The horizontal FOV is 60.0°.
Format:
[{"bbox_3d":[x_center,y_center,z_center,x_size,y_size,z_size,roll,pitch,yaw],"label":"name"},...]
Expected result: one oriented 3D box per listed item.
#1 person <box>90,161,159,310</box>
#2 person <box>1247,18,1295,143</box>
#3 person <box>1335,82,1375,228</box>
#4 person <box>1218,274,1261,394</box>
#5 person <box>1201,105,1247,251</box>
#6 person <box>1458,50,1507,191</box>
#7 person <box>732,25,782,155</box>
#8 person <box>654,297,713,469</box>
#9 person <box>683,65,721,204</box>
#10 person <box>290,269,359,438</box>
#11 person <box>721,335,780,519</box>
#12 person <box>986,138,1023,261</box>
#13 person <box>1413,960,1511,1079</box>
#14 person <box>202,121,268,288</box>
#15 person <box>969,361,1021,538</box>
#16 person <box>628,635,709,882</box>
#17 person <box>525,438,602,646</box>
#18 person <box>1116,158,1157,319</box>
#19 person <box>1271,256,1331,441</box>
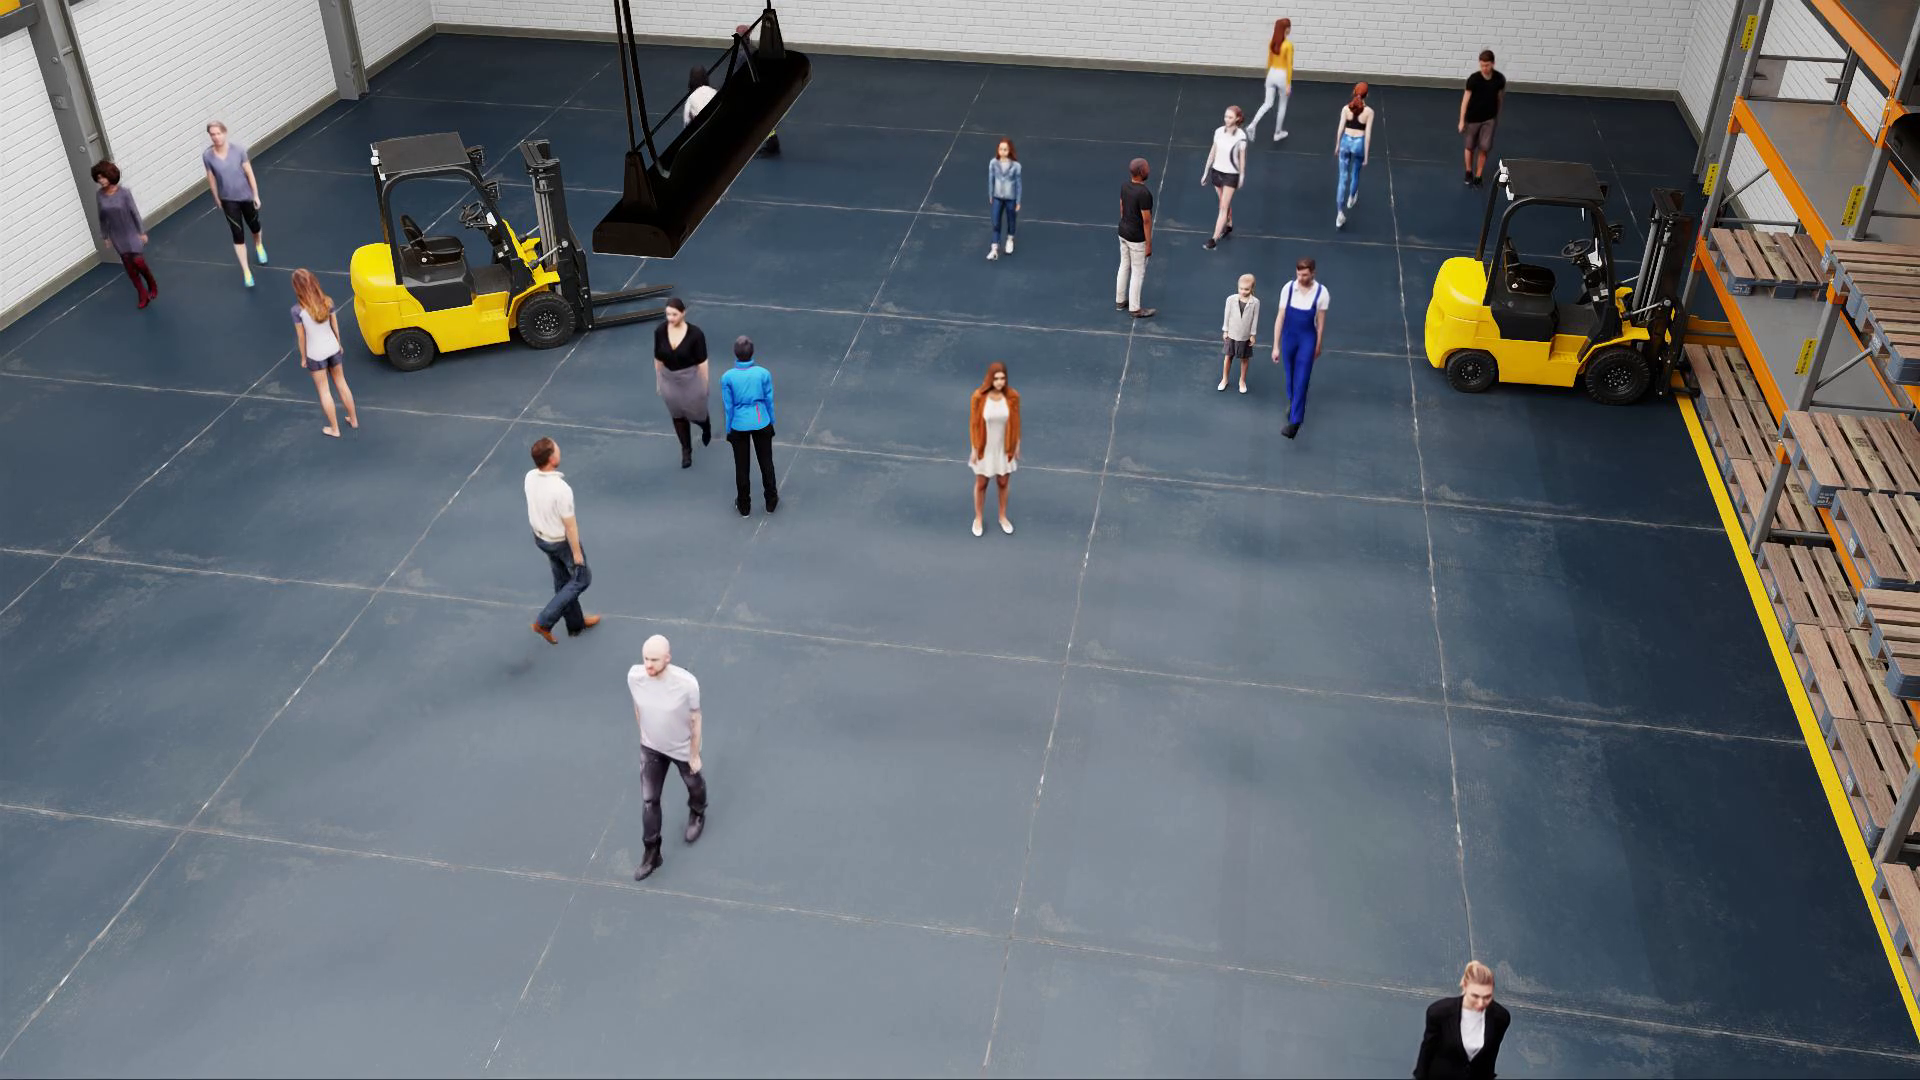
[{"bbox_3d":[-9.293,-3.433,18.607,0.650,1.700,0.672,1,34,1],"label":"person"},{"bbox_3d":[4.315,-6.277,22.859,1.128,1.730,0.987,-27,42,-34],"label":"person"},{"bbox_3d":[4.813,-4.722,20.519,0.746,1.731,1.227,12,35,17],"label":"person"},{"bbox_3d":[2.866,-2.132,17.032,0.511,1.277,0.525,8,34,12],"label":"person"},{"bbox_3d":[3.250,-4.402,20.056,0.917,1.711,1.159,24,40,32],"label":"person"},{"bbox_3d":[6.781,-5.492,21.598,0.671,1.818,0.855,2,34,3],"label":"person"},{"bbox_3d":[-2.770,-6.029,22.438,0.891,1.783,1.107,9,35,13],"label":"person"},{"bbox_3d":[-2.578,-1.513,15.678,0.675,1.747,0.769,7,34,11],"label":"person"},{"bbox_3d":[-3.223,-5.116,21.130,1.009,1.710,1.141,-15,37,-22],"label":"person"},{"bbox_3d":[-6.190,-1.819,16.154,0.748,1.729,0.640,25,41,32],"label":"person"},{"bbox_3d":[-1.876,-1.013,14.882,0.685,1.794,0.680,-8,34,-12],"label":"person"},{"bbox_3d":[0.570,-4.090,19.821,0.642,1.451,0.956,9,35,13],"label":"person"},{"bbox_3d":[2.680,2.918,9.047,0.643,1.706,0.585,1,34,1],"label":"person"},{"bbox_3d":[-8.353,-3.959,19.265,1.121,1.849,1.311,-14,36,-20],"label":"person"},{"bbox_3d":[0.296,-0.832,14.680,0.667,1.717,0.654,-4,34,-6],"label":"person"},{"bbox_3d":[-1.920,1.343,11.332,0.727,1.800,1.064,7,34,11],"label":"person"},{"bbox_3d":[-3.274,0.054,13.233,0.933,1.843,1.037,27,42,34],"label":"person"},{"bbox_3d":[1.926,-3.350,18.388,0.817,1.805,0.744,-18,38,-25],"label":"person"},{"bbox_3d":[3.339,-1.970,16.325,0.834,1.791,1.282,13,36,19],"label":"person"}]
